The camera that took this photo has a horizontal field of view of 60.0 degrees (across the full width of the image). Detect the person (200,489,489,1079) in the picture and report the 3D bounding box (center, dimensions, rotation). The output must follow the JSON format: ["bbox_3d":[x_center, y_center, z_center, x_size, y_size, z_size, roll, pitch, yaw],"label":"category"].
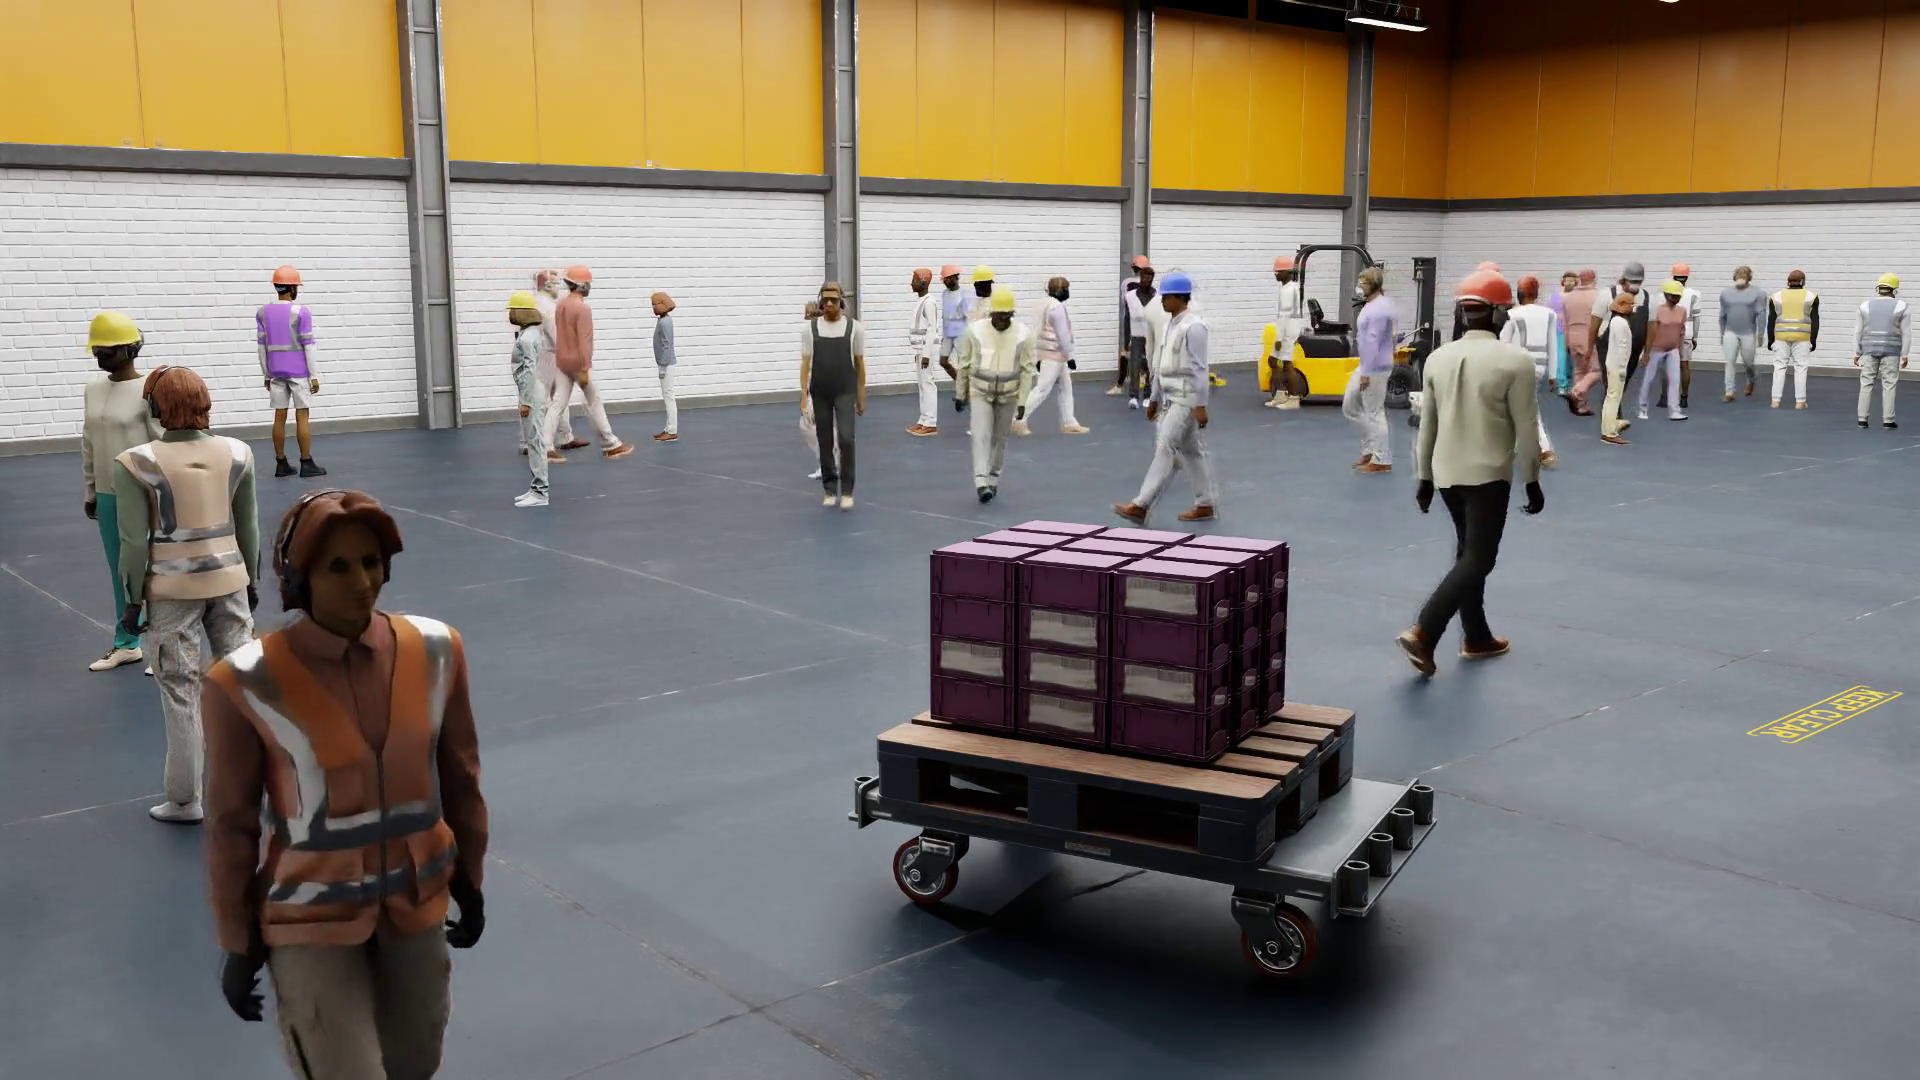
[{"bbox_3d":[-1.172,0.689,3.160,0.719,1.616,0.523,9,13,44],"label":"person"}]

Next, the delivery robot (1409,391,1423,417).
[{"bbox_3d":[5.647,-1.625,19.501,0.707,0.478,0.477,1,9,-1],"label":"delivery robot"}]

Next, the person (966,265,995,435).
[{"bbox_3d":[0.302,-2.102,18.589,0.384,1.924,0.589,-4,10,-22],"label":"person"}]

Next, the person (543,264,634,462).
[{"bbox_3d":[-3.757,-1.733,16.391,1.051,1.940,0.629,-9,13,-43],"label":"person"}]

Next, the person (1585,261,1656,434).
[{"bbox_3d":[7.577,-2.228,18.984,0.728,2.000,0.976,0,10,-3],"label":"person"}]

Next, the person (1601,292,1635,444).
[{"bbox_3d":[7.129,-1.854,17.988,0.280,1.633,0.503,2,10,11],"label":"person"}]

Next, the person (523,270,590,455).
[{"bbox_3d":[-4.139,-1.810,17.042,0.854,1.877,0.660,-4,11,-23],"label":"person"}]

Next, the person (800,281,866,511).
[{"bbox_3d":[-1.016,-1.130,13.203,0.510,1.821,0.716,0,10,1],"label":"person"}]

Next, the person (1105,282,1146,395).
[{"bbox_3d":[2.571,-2.903,24.057,0.851,1.660,0.539,0,10,1],"label":"person"}]

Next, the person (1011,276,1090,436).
[{"bbox_3d":[0.990,-2.069,18.767,0.929,1.806,0.612,-1,10,-4],"label":"person"}]

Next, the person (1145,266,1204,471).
[{"bbox_3d":[2.011,-1.583,15.538,0.646,1.925,0.429,9,13,42],"label":"person"}]

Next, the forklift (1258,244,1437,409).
[{"bbox_3d":[5.256,-2.933,22.661,2.313,2.155,1.214,3,10,16],"label":"forklift"}]

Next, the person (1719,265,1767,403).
[{"bbox_3d":[10.890,-2.868,23.123,0.648,1.911,0.757,8,13,40],"label":"person"}]

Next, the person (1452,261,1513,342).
[{"bbox_3d":[5.547,-1.979,17.725,0.621,1.972,0.640,6,11,31],"label":"person"}]

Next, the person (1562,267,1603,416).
[{"bbox_3d":[7.840,-2.467,20.854,0.714,1.879,0.666,-6,11,-32],"label":"person"}]

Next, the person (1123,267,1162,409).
[{"bbox_3d":[2.436,-2.651,21.959,0.598,1.859,1.004,2,10,13],"label":"person"}]

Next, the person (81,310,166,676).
[{"bbox_3d":[-4.029,-0.223,8.054,0.523,1.767,0.313,3,10,18],"label":"person"}]

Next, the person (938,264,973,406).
[{"bbox_3d":[-0.051,-2.784,22.595,0.642,1.911,0.399,9,13,43],"label":"person"}]

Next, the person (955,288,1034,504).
[{"bbox_3d":[0.287,-1.177,13.624,0.636,1.779,0.815,-1,10,-4],"label":"person"}]

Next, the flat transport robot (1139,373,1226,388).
[{"bbox_3d":[3.381,-2.434,25.364,0.652,0.197,1.431,9,13,43],"label":"flat transport robot"}]

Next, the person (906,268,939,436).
[{"bbox_3d":[-0.415,-2.121,18.817,0.355,1.883,0.573,-2,10,-11],"label":"person"}]

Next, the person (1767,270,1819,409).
[{"bbox_3d":[11.079,-2.663,22.137,0.621,1.838,0.429,6,11,31],"label":"person"}]

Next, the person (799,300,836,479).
[{"bbox_3d":[-1.293,-1.350,15.063,0.377,1.623,0.519,-1,10,-8],"label":"person"}]

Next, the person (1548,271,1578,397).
[{"bbox_3d":[8.864,-3.012,24.259,0.583,1.810,0.918,2,10,14],"label":"person"}]

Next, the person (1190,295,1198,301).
[{"bbox_3d":[3.581,-3.387,26.793,0.535,1.693,0.317,4,10,22],"label":"person"}]

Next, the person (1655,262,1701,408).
[{"bbox_3d":[9.566,-2.727,22.198,0.545,1.942,0.354,2,10,12],"label":"person"}]

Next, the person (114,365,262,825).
[{"bbox_3d":[-2.740,0.197,5.957,0.308,1.641,0.517,7,12,37],"label":"person"}]

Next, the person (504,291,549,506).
[{"bbox_3d":[-3.521,-1.146,13.519,0.297,1.744,0.487,-2,10,-13],"label":"person"}]

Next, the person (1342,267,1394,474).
[{"bbox_3d":[3.806,-1.559,15.434,0.464,1.923,0.639,0,10,2],"label":"person"}]

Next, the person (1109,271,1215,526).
[{"bbox_3d":[1.542,-1.053,12.497,0.964,1.900,0.643,-2,10,-11],"label":"person"}]

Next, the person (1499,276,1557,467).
[{"bbox_3d":[5.494,-1.625,16.081,0.584,1.839,0.987,-3,10,-19],"label":"person"}]

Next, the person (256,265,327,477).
[{"bbox_3d":[-6.126,-1.538,15.243,0.553,1.935,0.362,2,10,11],"label":"person"}]

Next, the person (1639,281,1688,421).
[{"bbox_3d":[8.703,-2.326,20.532,0.542,1.726,0.752,-2,10,-9],"label":"person"}]

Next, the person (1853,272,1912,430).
[{"bbox_3d":[10.768,-2.200,19.424,0.596,1.831,0.403,9,13,41],"label":"person"}]

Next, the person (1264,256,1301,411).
[{"bbox_3d":[4.204,-2.696,21.776,0.634,2.020,0.655,3,10,16],"label":"person"}]

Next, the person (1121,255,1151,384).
[{"bbox_3d":[2.809,-3.474,26.325,0.420,2.035,0.608,-8,12,-38],"label":"person"}]

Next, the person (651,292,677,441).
[{"bbox_3d":[-3.250,-1.904,18.278,0.289,1.632,0.497,-2,10,-10],"label":"person"}]

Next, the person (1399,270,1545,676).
[{"bbox_3d":[2.448,-0.321,8.068,0.907,1.964,0.618,-6,11,-32],"label":"person"}]
